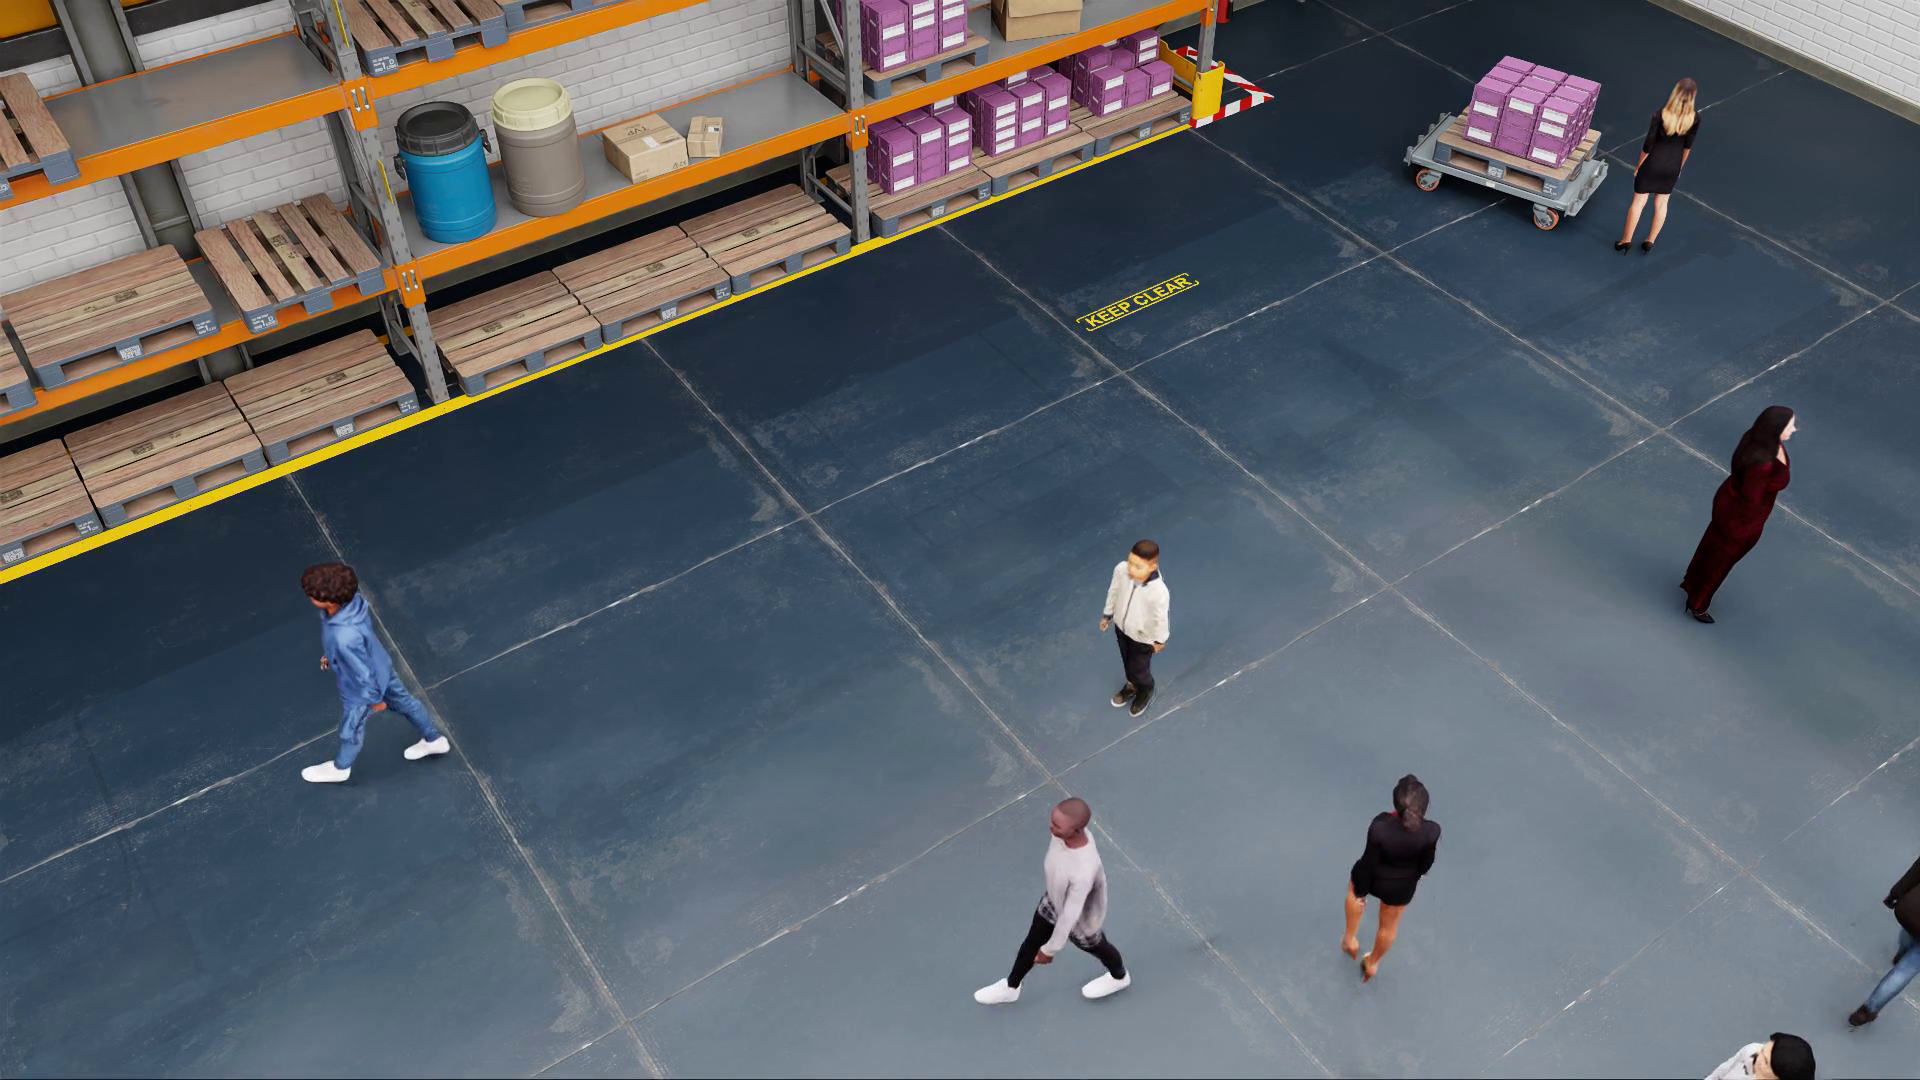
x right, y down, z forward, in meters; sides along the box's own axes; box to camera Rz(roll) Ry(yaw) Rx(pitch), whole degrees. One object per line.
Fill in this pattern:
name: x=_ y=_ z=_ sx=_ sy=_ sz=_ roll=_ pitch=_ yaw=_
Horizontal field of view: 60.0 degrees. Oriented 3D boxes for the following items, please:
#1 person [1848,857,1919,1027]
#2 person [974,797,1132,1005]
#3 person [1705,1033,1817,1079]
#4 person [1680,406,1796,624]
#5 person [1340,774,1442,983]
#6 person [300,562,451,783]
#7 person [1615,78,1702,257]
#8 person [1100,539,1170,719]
person: x=5.159 y=2.032 z=8.851 sx=1.030 sy=1.595 sz=0.645 roll=-26 pitch=49 yaw=-25
person: x=0.708 y=1.952 z=8.839 sx=1.197 sy=1.728 sz=0.840 roll=-14 pitch=45 yaw=-14
person: x=3.796 y=2.855 z=7.943 sx=1.199 sy=1.657 sz=1.066 roll=3 pitch=44 yaw=3
person: x=5.173 y=-0.195 z=11.071 sx=0.821 sy=1.757 sz=0.735 roll=13 pitch=45 yaw=13
person: x=2.318 y=1.899 z=8.967 sx=0.717 sy=1.629 sz=0.777 roll=5 pitch=44 yaw=5
person: x=-3.511 y=0.790 z=10.034 sx=1.215 sy=1.762 sz=0.954 roll=-9 pitch=44 yaw=-10
person: x=6.006 y=-3.189 z=14.272 sx=0.581 sy=1.677 sz=0.668 roll=2 pitch=44 yaw=2
person: x=1.172 y=0.506 z=10.562 sx=0.533 sy=1.445 sz=0.603 roll=-31 pitch=52 yaw=-28
